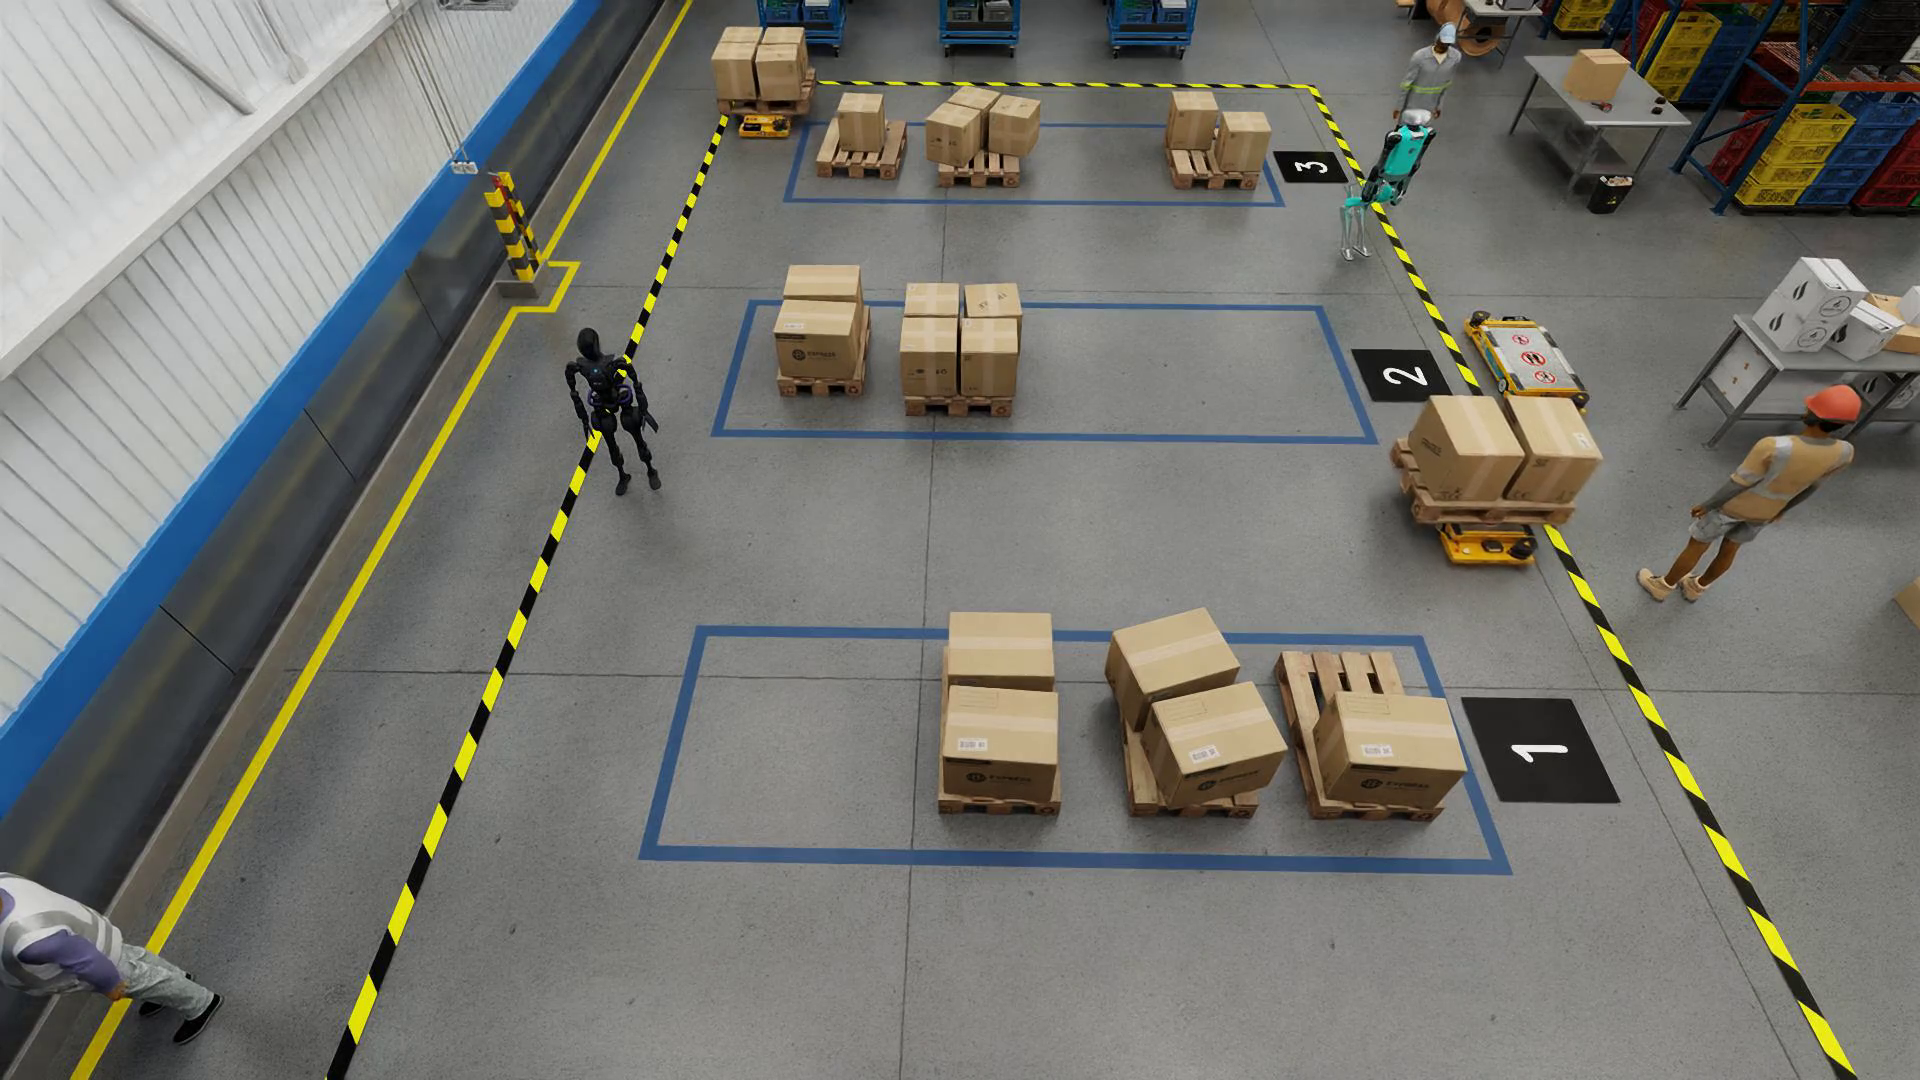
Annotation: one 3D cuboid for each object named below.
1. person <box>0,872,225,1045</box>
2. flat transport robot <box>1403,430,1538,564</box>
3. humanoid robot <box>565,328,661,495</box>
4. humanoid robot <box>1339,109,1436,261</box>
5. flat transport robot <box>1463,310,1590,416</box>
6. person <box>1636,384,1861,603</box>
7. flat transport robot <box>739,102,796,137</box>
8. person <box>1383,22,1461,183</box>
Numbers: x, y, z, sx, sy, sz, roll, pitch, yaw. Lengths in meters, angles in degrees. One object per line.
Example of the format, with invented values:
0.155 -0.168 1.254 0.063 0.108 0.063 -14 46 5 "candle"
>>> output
-4.492 2.124 4.657 0.595 1.836 0.404 23 53 19 "person"
4.342 -0.402 7.863 0.652 0.197 1.431 1 49 1 "flat transport robot"
-2.808 -1.032 7.486 0.599 1.655 0.315 -8 50 -7 "humanoid robot"
4.456 -3.854 9.806 0.533 1.681 0.735 -12 50 -10 "humanoid robot"
5.573 -1.757 9.054 0.659 0.231 1.431 1 49 1 "flat transport robot"
5.664 -0.278 6.602 0.615 2.039 0.379 3 49 2 "person"
-2.632 -6.023 12.728 0.652 0.197 1.431 1 49 1 "flat transport robot"
5.522 -5.209 10.995 0.598 1.850 0.385 -2 49 -2 "person"
